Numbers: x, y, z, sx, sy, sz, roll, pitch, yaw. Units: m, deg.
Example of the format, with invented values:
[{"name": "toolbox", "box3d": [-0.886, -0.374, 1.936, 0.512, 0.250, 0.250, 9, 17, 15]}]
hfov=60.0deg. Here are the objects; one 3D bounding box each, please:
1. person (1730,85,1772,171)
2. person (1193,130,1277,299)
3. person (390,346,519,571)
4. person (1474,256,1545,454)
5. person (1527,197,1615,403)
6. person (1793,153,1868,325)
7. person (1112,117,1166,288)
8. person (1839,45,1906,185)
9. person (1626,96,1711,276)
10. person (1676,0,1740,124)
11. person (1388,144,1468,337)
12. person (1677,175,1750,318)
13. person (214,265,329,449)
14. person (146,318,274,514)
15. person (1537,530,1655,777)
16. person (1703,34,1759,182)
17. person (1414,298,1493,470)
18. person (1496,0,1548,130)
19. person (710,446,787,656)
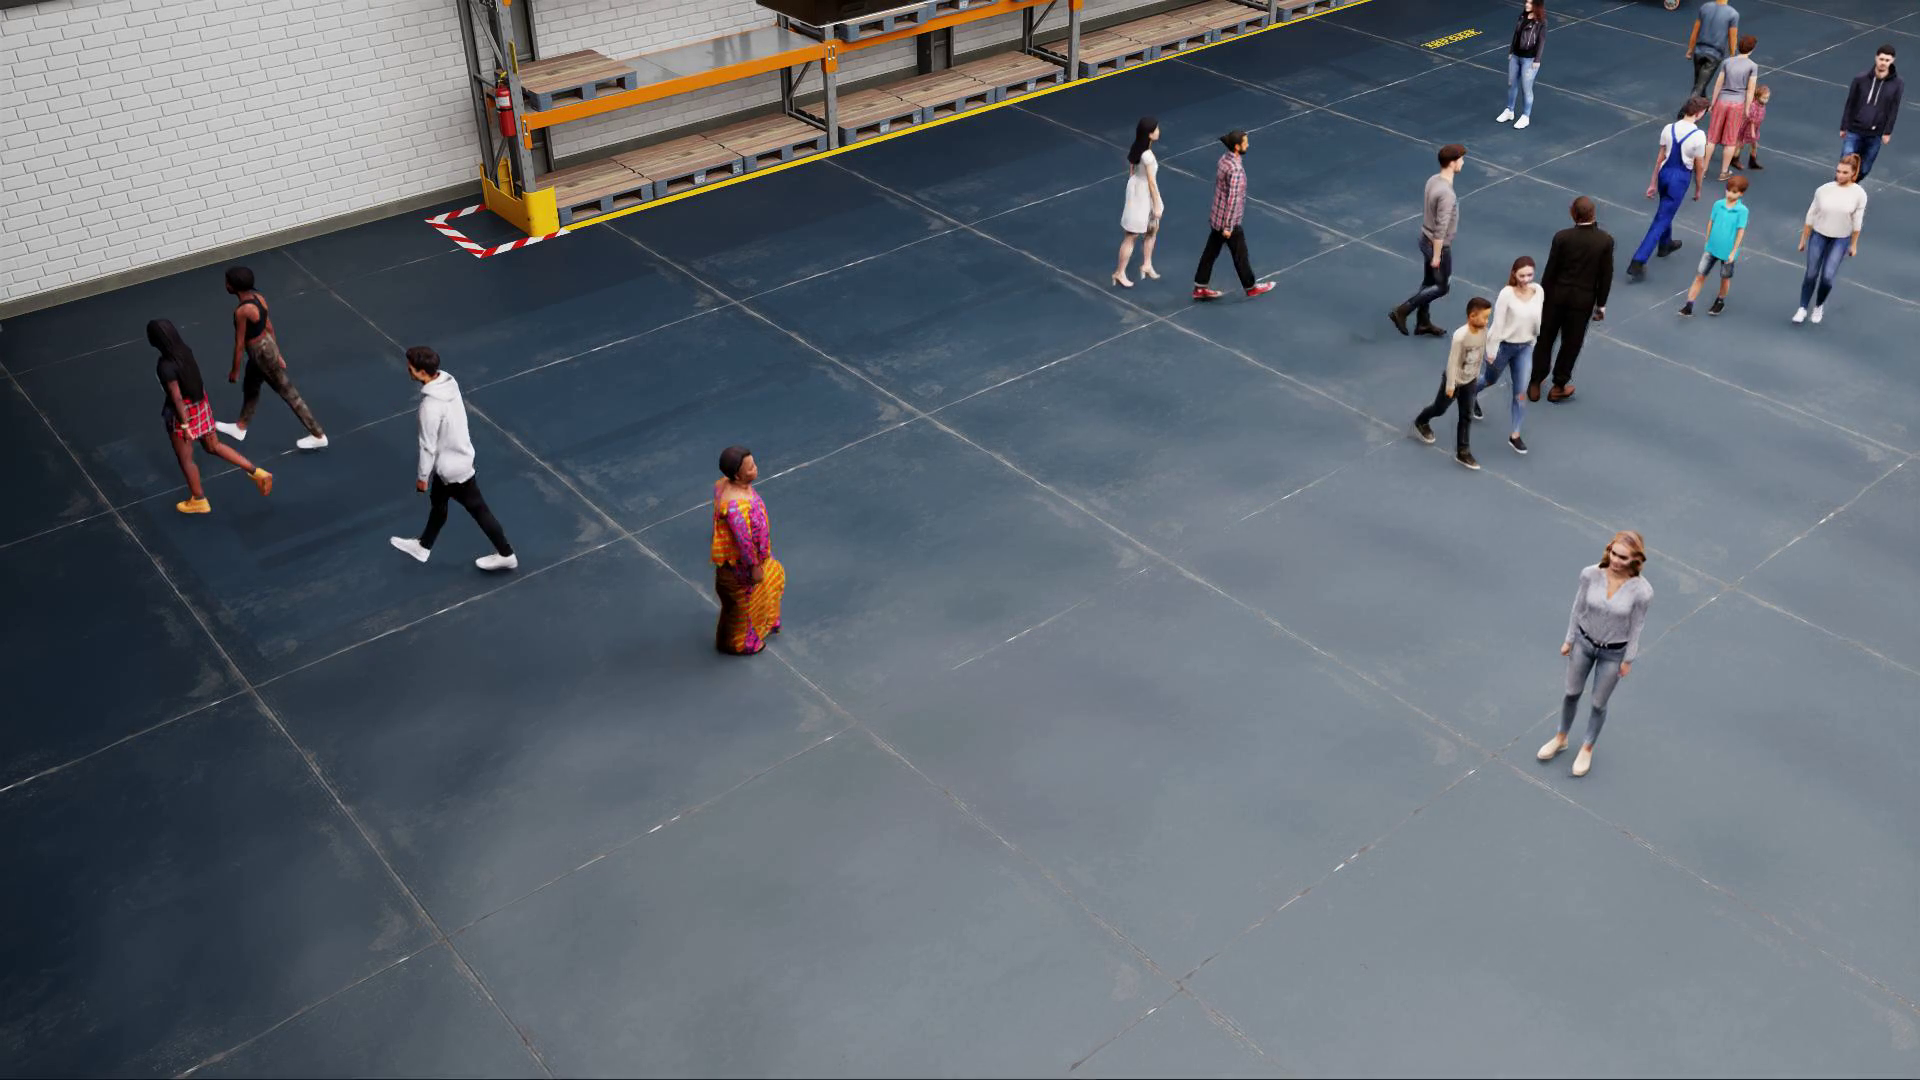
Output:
[{"name": "person", "box3d": [9.190, -4.829, 19.415, 0.531, 1.000, 0.503, -22, 39, -29]}, {"name": "person", "box3d": [2.527, -3.124, 16.192, 1.190, 1.729, 1.033, -6, 34, -8]}, {"name": "person", "box3d": [-3.608, -0.543, 12.177, 1.289, 1.875, 1.141, -2, 34, -2]}, {"name": "person", "box3d": [4.575, -1.624, 14.006, 1.147, 1.651, 1.026, -9, 35, -13]}, {"name": "person", "box3d": [5.318, -2.087, 14.482, 0.847, 1.895, 0.829, 22, 40, 30]}, {"name": "person", "box3d": [8.283, -2.863, 15.818, 0.714, 1.707, 0.687, 23, 40, 30]}, {"name": "person", "box3d": [1.693, -3.298, 16.428, 0.888, 1.758, 0.810, -4, 34, -6]}, {"name": "person", "box3d": [9.851, -4.459, 18.071, 0.915, 1.872, 1.146, 19, 38, 26]}, {"name": "person", "box3d": [7.101, -3.506, 16.707, 1.301, 1.793, 0.700, -23, 40, -30]}, {"name": "person", "box3d": [9.117, -5.899, 20.340, 1.158, 1.759, 0.688, -27, 42, -34]}, {"name": "person", "box3d": [4.355, -2.749, 15.482, 1.026, 1.889, 0.948, -1, 34, -2]}, {"name": "person", "box3d": [7.387, -2.828, 16.030, 0.895, 1.415, 0.563, -28, 43, -36]}, {"name": "person", "box3d": [-5.657, -1.445, 13.749, 1.210, 1.636, 1.079, 0, 34, -1]}, {"name": "person", "box3d": [-5.882, -0.943, 12.933, 1.094, 1.704, 1.006, 0, 34, 1]}, {"name": "person", "box3d": [3.998, 0.689, 10.396, 0.618, 1.795, 0.543, 26, 41, 33]}, {"name": "person", "box3d": [8.791, -4.946, 19.004, 0.652, 1.651, 0.626, 20, 38, 27]}, {"name": "person", "box3d": [4.081, -1.348, 13.786, 0.967, 1.434, 0.756, -16, 37, -22]}, {"name": "person", "box3d": [6.965, -5.928, 20.502, 0.601, 1.628, 0.659, -18, 38, -25]}, {"name": "person", "box3d": [-1.560, 0.078, 11.442, 0.910, 1.654, 0.839, -5, 34, -7]}]
